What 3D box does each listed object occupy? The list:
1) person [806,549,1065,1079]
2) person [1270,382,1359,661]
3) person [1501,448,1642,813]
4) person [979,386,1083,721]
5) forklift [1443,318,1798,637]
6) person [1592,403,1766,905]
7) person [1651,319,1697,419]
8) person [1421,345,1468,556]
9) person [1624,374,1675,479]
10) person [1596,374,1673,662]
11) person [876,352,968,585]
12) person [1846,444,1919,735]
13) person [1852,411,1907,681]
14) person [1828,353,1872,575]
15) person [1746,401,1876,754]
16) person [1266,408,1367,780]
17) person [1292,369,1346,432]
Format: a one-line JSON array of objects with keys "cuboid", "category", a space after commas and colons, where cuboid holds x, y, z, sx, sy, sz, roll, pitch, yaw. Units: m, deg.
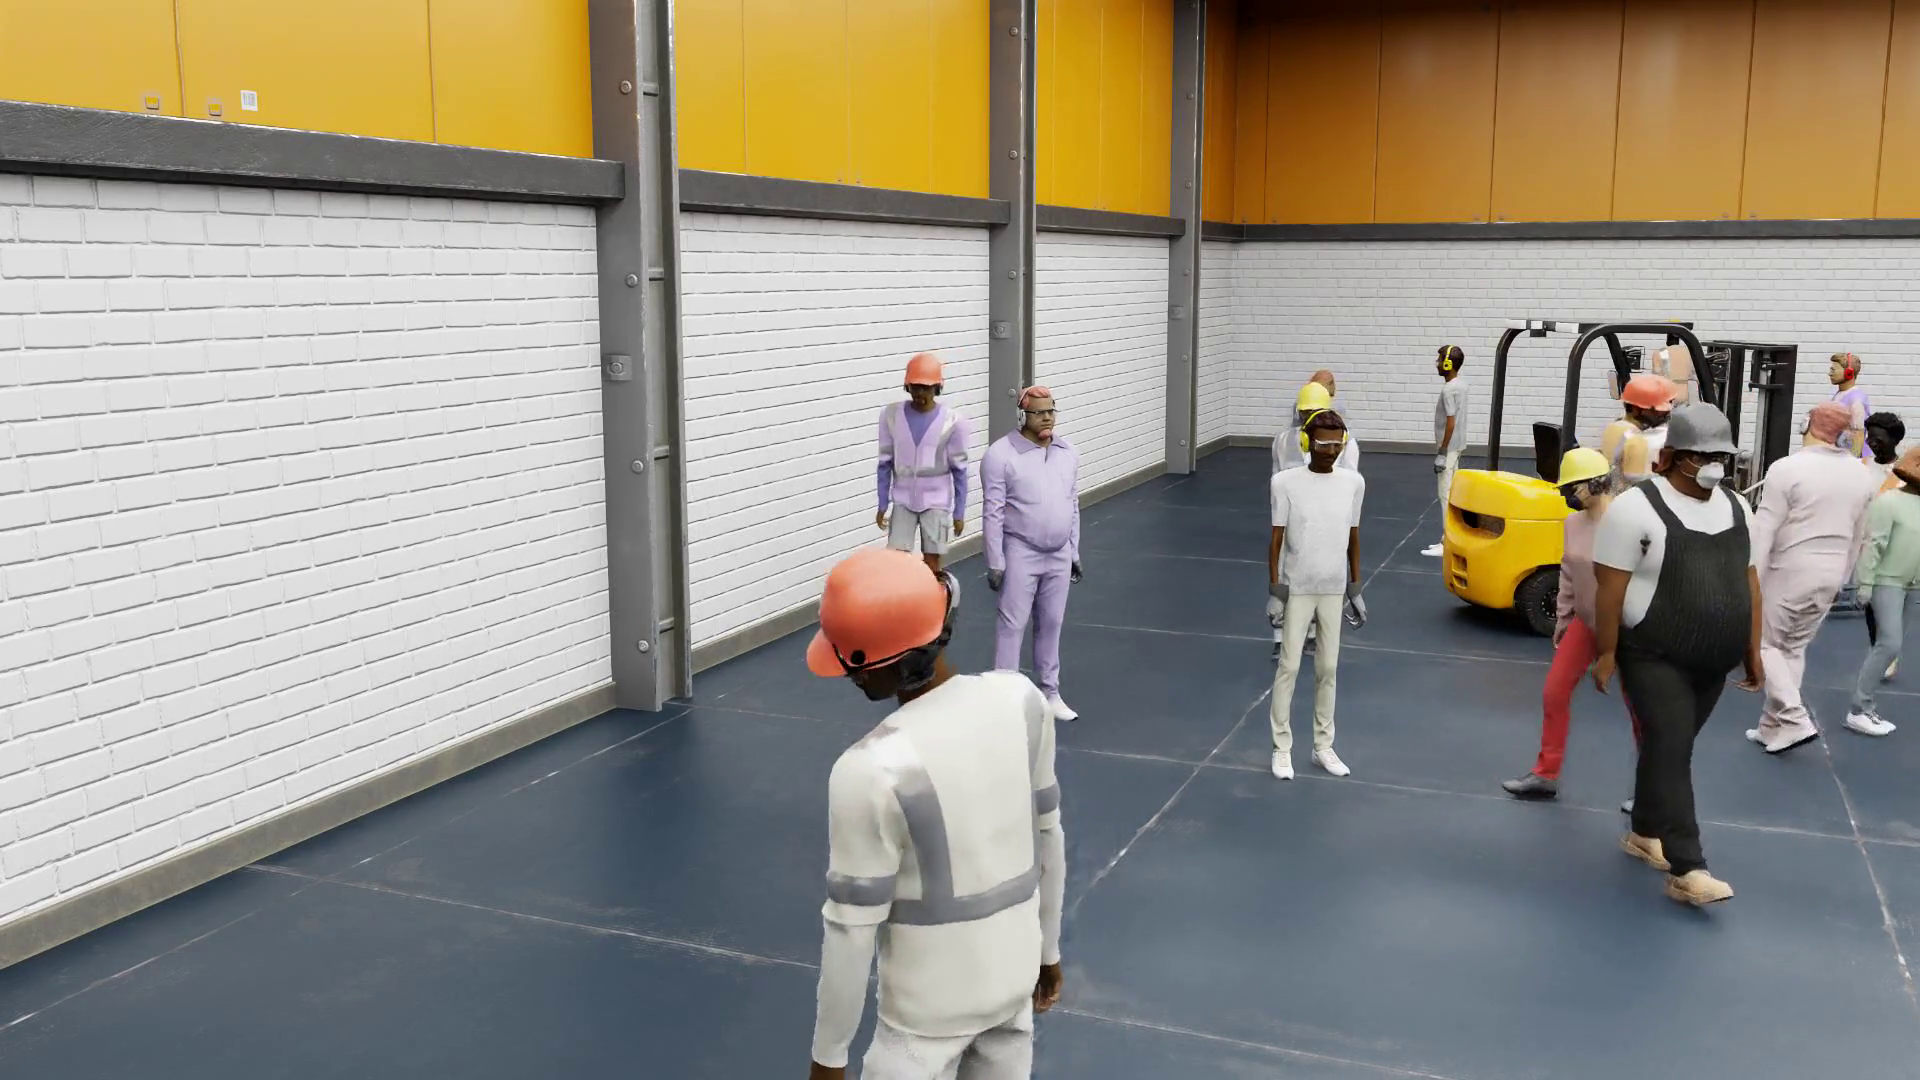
[{"cuboid": [-0.022, 0.994, 3.591, 0.721, 1.992, 0.415, -8, 13, -42], "category": "person"}, {"cuboid": [2.264, -0.105, 10.760, 0.604, 1.807, 0.702, 3, 10, 20], "category": "person"}, {"cuboid": [2.985, 0.425, 7.850, 0.696, 1.711, 0.541, -4, 10, -22], "category": "person"}, {"cuboid": [0.425, 0.094, 9.282, 0.650, 1.907, 0.409, -6, 11, -33], "category": "person"}, {"cuboid": [4.706, -0.497, 11.990, 2.313, 2.155, 1.214, -2, 10, -10], "category": "forklift"}, {"cuboid": [3.031, 0.442, 6.763, 0.703, 2.000, 0.901, -3, 10, -18], "category": "person"}, {"cuboid": [8.610, -1.710, 20.145, 0.585, 1.928, 0.369, -2, 9, -9], "category": "person"}, {"cuboid": [4.305, -0.785, 14.715, 0.315, 1.870, 0.533, 5, 11, 29], "category": "person"}, {"cuboid": [4.439, -0.100, 10.512, 0.627, 1.885, 0.438, -7, 12, -36], "category": "person"}, {"cuboid": [4.229, -0.113, 10.578, 0.391, 1.902, 0.626, 1, 9, 4], "category": "person"}, {"cuboid": [-0.261, -0.235, 10.950, 0.636, 2.011, 0.528, 2, 10, 12], "category": "person"}, {"cuboid": [5.143, 0.267, 9.120, 0.533, 1.609, 0.408, -4, 10, -25], "category": "person"}, {"cuboid": [5.658, 0.043, 10.252, 0.424, 1.671, 0.543, -6, 11, -31], "category": "person"}, {"cuboid": [7.350, -0.628, 13.830, 0.395, 1.847, 0.564, 2, 10, 12], "category": "person"}, {"cuboid": [4.388, 0.204, 8.722, 0.696, 1.870, 0.482, -3, 10, -17], "category": "person"}, {"cuboid": [1.791, 0.270, 8.344, 0.516, 1.865, 0.329, -2, 10, -10], "category": "person"}, {"cuboid": [3.289, -0.758, 15.304, 0.515, 1.616, 0.419, 5, 10, 27], "category": "person"}]
